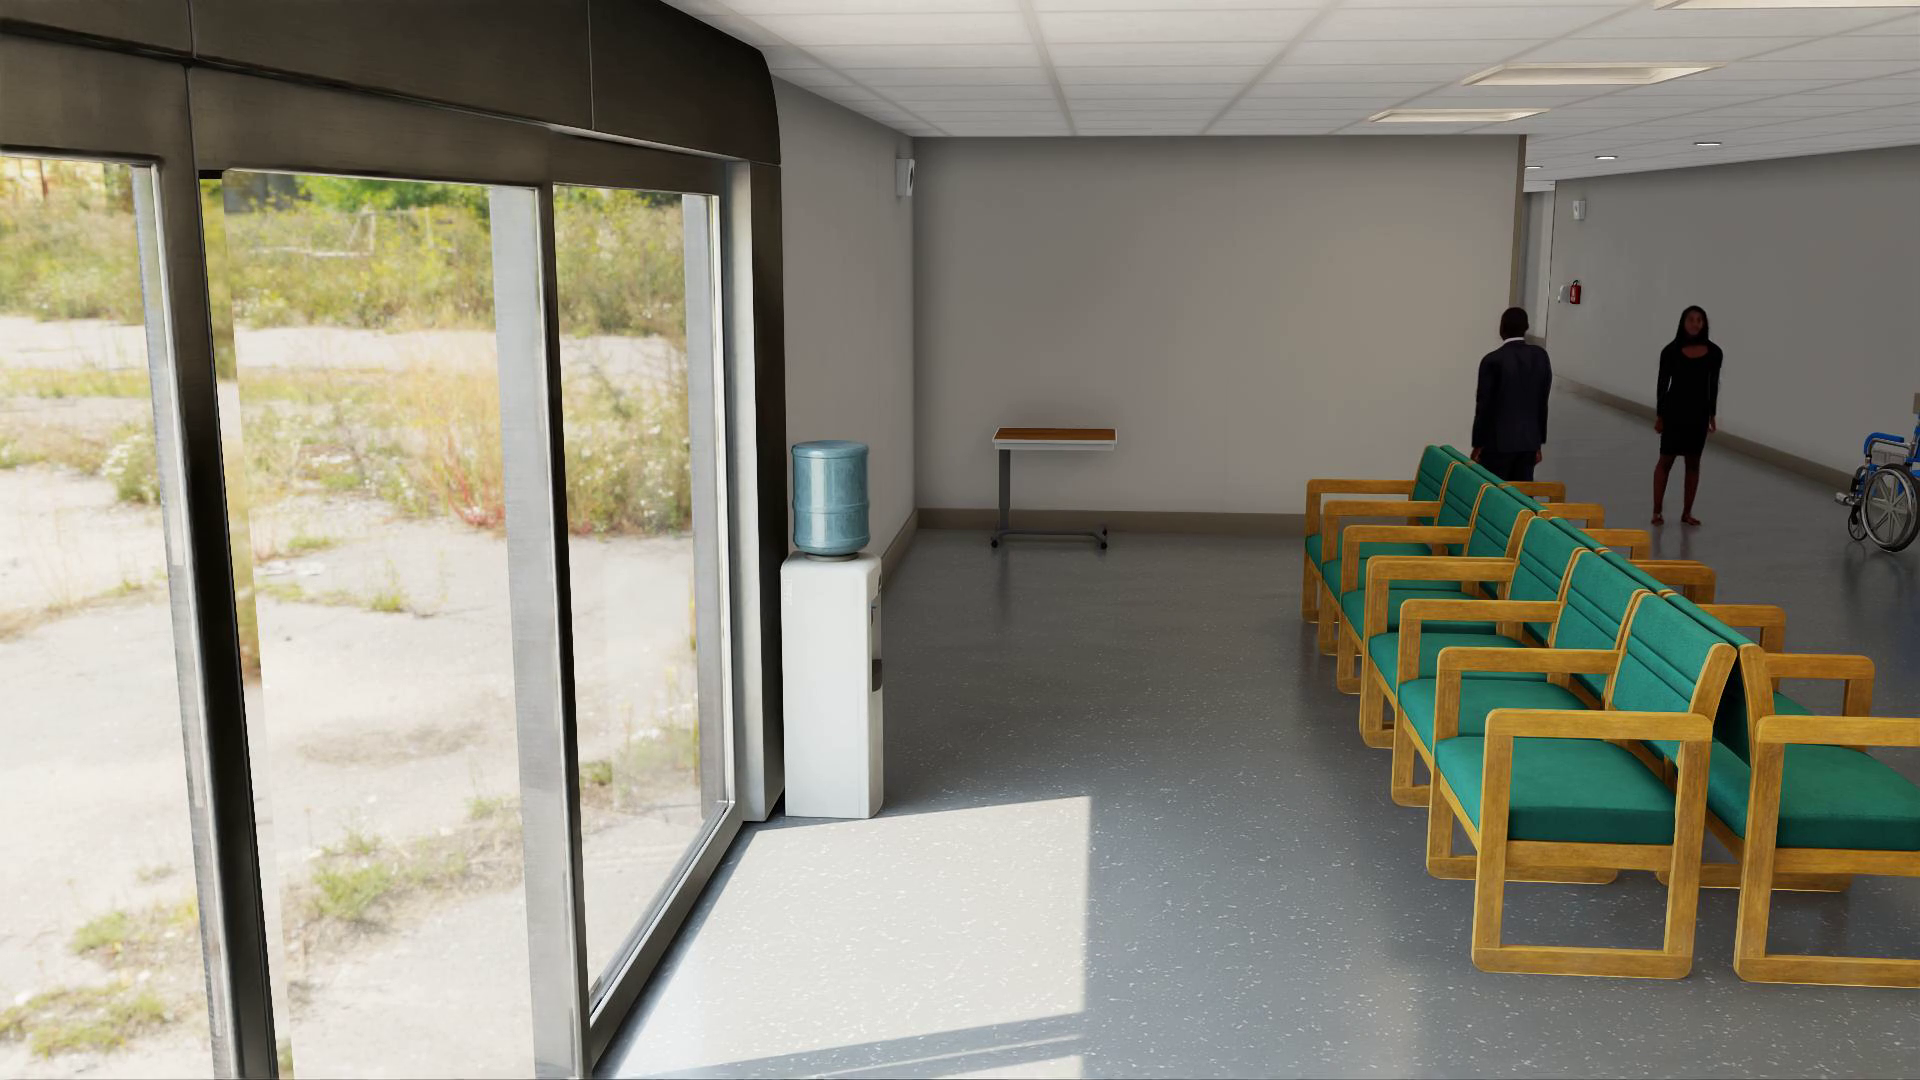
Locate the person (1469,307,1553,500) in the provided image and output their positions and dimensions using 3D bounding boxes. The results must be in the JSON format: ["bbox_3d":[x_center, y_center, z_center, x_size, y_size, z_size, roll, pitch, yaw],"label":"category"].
[{"bbox_3d":[3.600,-0.616,10.915,0.648,1.824,0.827,-3,11,-13],"label":"person"}]

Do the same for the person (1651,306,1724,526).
[{"bbox_3d":[5.699,-0.969,13.054,0.425,1.720,0.674,1,11,7],"label":"person"}]
